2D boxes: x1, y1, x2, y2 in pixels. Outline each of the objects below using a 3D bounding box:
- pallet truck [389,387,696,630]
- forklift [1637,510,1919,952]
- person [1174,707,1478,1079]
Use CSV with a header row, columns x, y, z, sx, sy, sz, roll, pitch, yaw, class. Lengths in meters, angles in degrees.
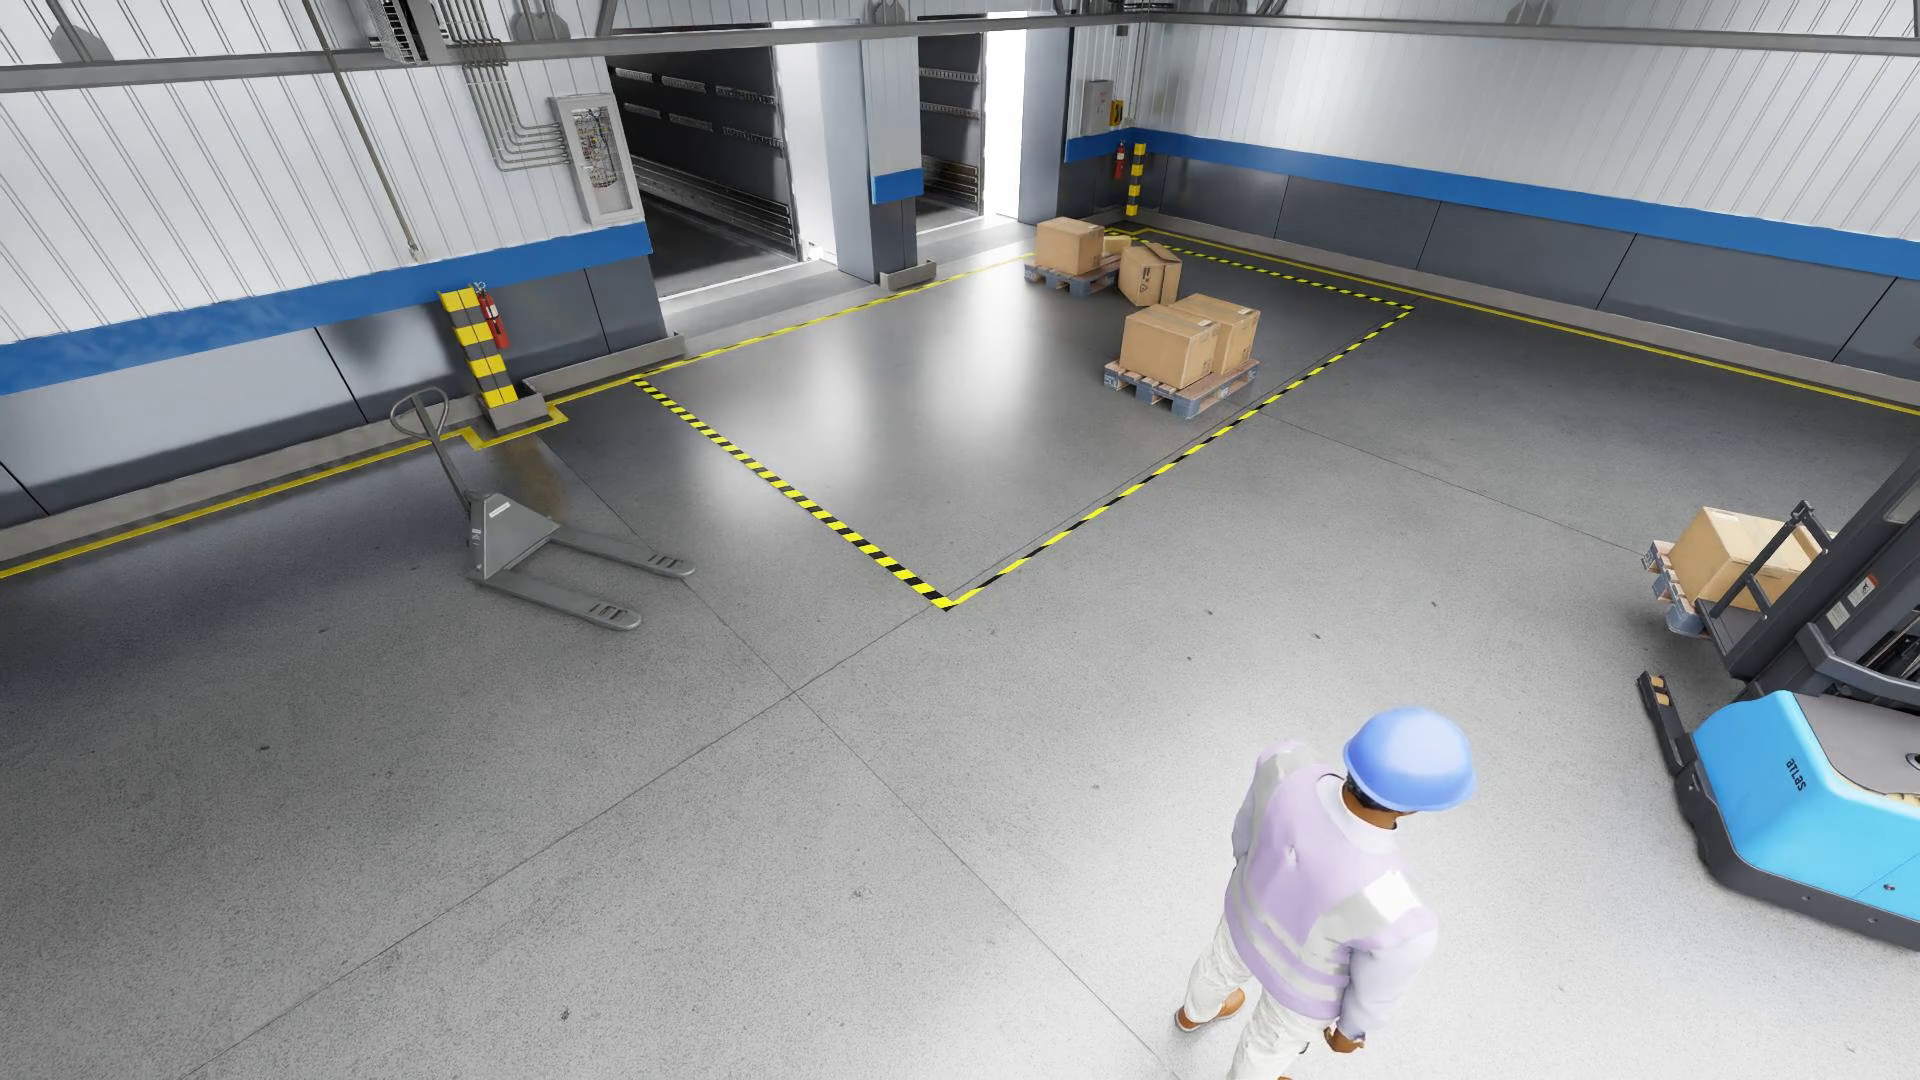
x,y,z,sx,sy,sz,roll,pitch,yaw,class
-2.613,-0.247,4.593,1.601,1.201,0.680,14,40,17,pallet truck
3.839,0.603,2.839,0.716,2.013,0.776,16,41,20,forklift
0.996,1.172,2.178,0.389,1.948,0.604,-10,39,-13,person
